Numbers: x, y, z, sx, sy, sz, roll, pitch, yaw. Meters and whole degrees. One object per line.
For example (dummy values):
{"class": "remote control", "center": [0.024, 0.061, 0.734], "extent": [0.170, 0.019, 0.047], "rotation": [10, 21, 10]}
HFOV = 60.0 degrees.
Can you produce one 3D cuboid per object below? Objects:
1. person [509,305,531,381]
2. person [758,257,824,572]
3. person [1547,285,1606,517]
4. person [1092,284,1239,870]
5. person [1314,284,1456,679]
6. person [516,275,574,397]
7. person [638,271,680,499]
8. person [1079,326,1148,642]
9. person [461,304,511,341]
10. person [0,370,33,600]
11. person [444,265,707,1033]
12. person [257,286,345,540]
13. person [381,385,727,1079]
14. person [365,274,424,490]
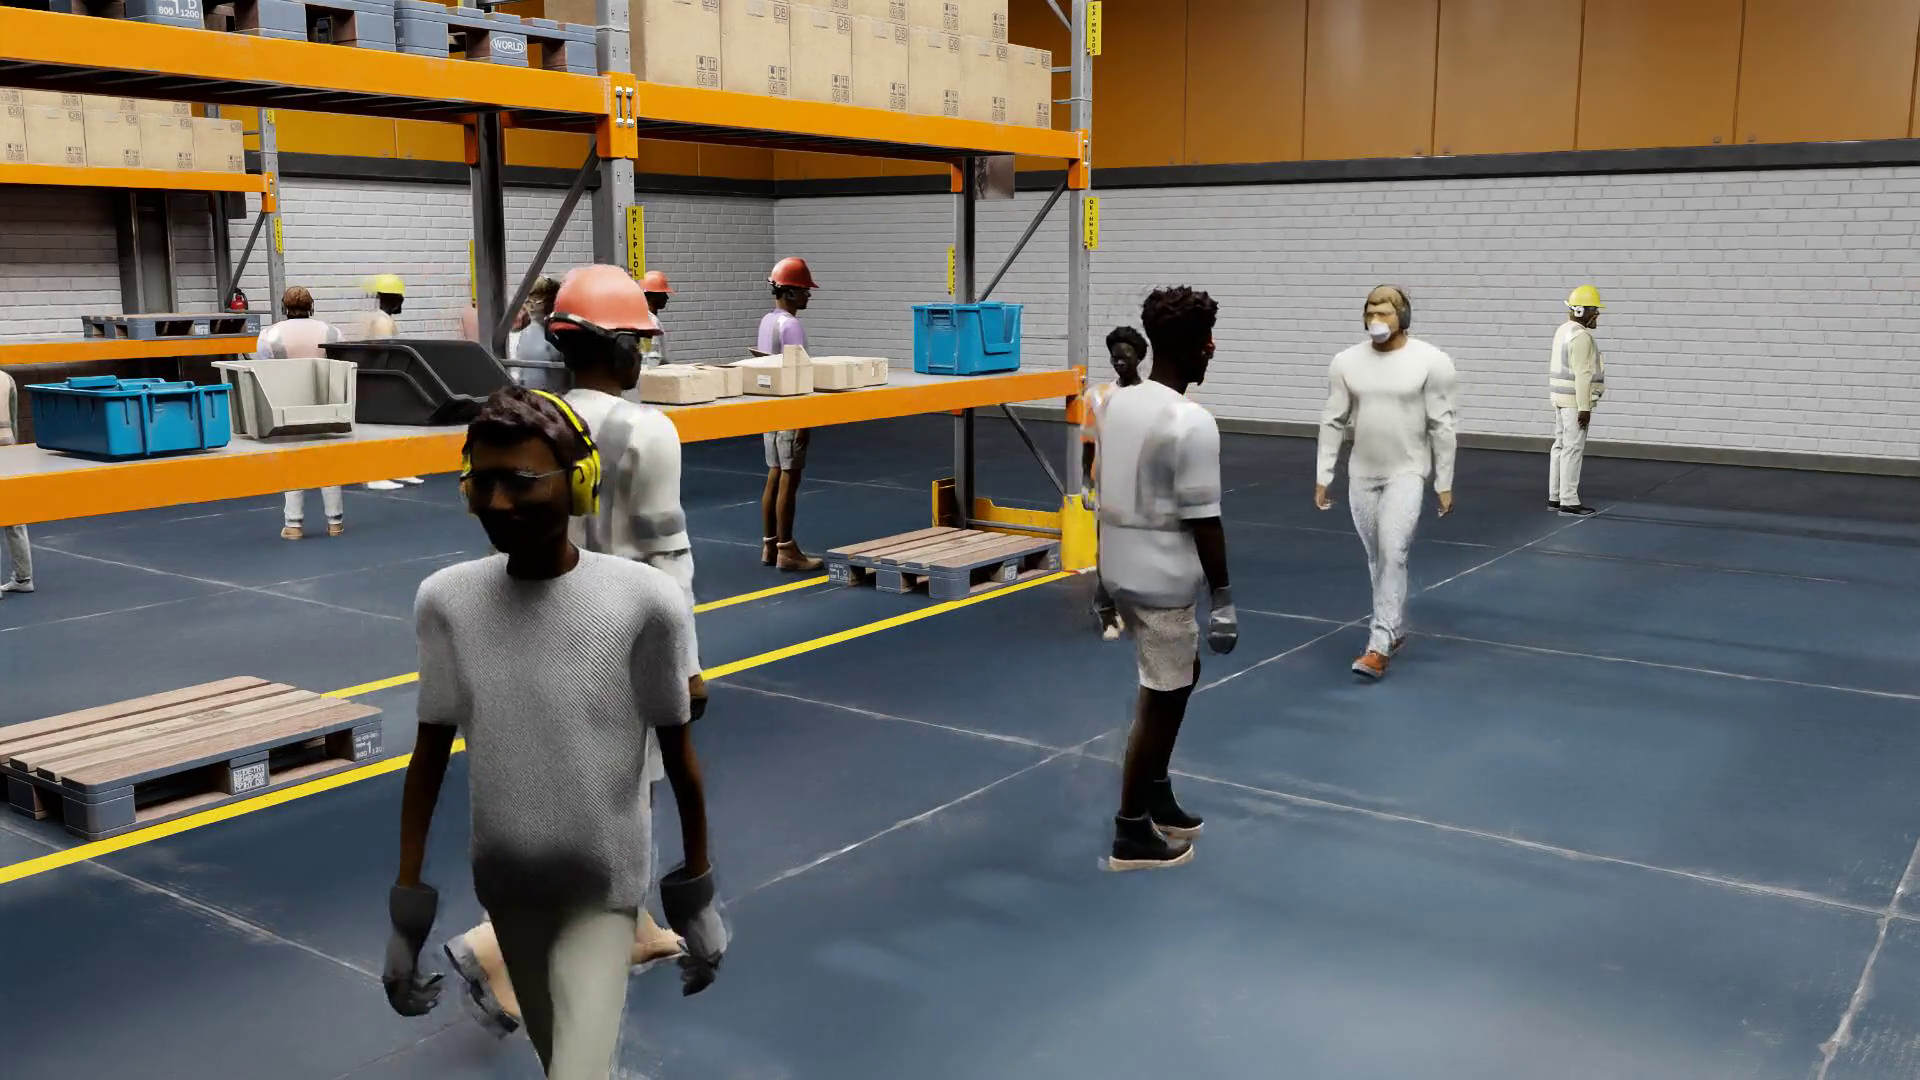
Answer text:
{"class": "person", "center": [-4.002, -1.350, 15.347], "extent": [0.527, 1.617, 0.655], "rotation": [7, 12, 37]}
{"class": "person", "center": [-1.107, -0.817, 10.894], "extent": [0.394, 2.041, 0.612], "rotation": [-4, 10, -24]}
{"class": "person", "center": [4.906, -1.103, 13.232], "extent": [0.404, 1.827, 0.602], "rotation": [1, 10, 3]}
{"class": "person", "center": [0.728, 0.130, 5.545], "extent": [0.610, 1.941, 0.632], "rotation": [-4, 10, -22]}
{"class": "person", "center": [2.038, -0.287, 8.151], "extent": [0.659, 1.898, 0.917], "rotation": [7, 12, 38]}
{"class": "person", "center": [-2.538, -0.675, 10.379], "extent": [0.628, 1.935, 0.373], "rotation": [7, 12, 34]}
{"class": "person", "center": [-2.588, -1.294, 14.047], "extent": [0.375, 1.939, 0.546], "rotation": [-3, 10, -19]}
{"class": "person", "center": [0.902, -0.302, 8.896], "extent": [0.543, 1.679, 0.431], "rotation": [3, 10, 18]}
{"class": "person", "center": [-4.520, -1.591, 15.940], "extent": [0.663, 1.895, 0.495], "rotation": [9, 13, 42]}
{"class": "person", "center": [-5.819, -0.451, 9.950], "extent": [0.314, 1.629, 0.509], "rotation": [1, 10, 9]}
{"class": "person", "center": [-1.034, 0.287, 4.411], "extent": [0.605, 2.019, 0.824], "rotation": [8, 13, 41]}
{"class": "person", "center": [-4.785, -0.925, 12.139], "extent": [0.635, 1.842, 0.429], "rotation": [-6, 11, -33]}
{"class": "person", "center": [-0.725, 0.635, 2.929], "extent": [0.551, 1.815, 0.997], "rotation": [2, 10, 12]}
{"class": "person", "center": [-4.998, -1.390, 14.719], "extent": [0.650, 1.901, 0.618], "rotation": [-4, 10, -21]}
